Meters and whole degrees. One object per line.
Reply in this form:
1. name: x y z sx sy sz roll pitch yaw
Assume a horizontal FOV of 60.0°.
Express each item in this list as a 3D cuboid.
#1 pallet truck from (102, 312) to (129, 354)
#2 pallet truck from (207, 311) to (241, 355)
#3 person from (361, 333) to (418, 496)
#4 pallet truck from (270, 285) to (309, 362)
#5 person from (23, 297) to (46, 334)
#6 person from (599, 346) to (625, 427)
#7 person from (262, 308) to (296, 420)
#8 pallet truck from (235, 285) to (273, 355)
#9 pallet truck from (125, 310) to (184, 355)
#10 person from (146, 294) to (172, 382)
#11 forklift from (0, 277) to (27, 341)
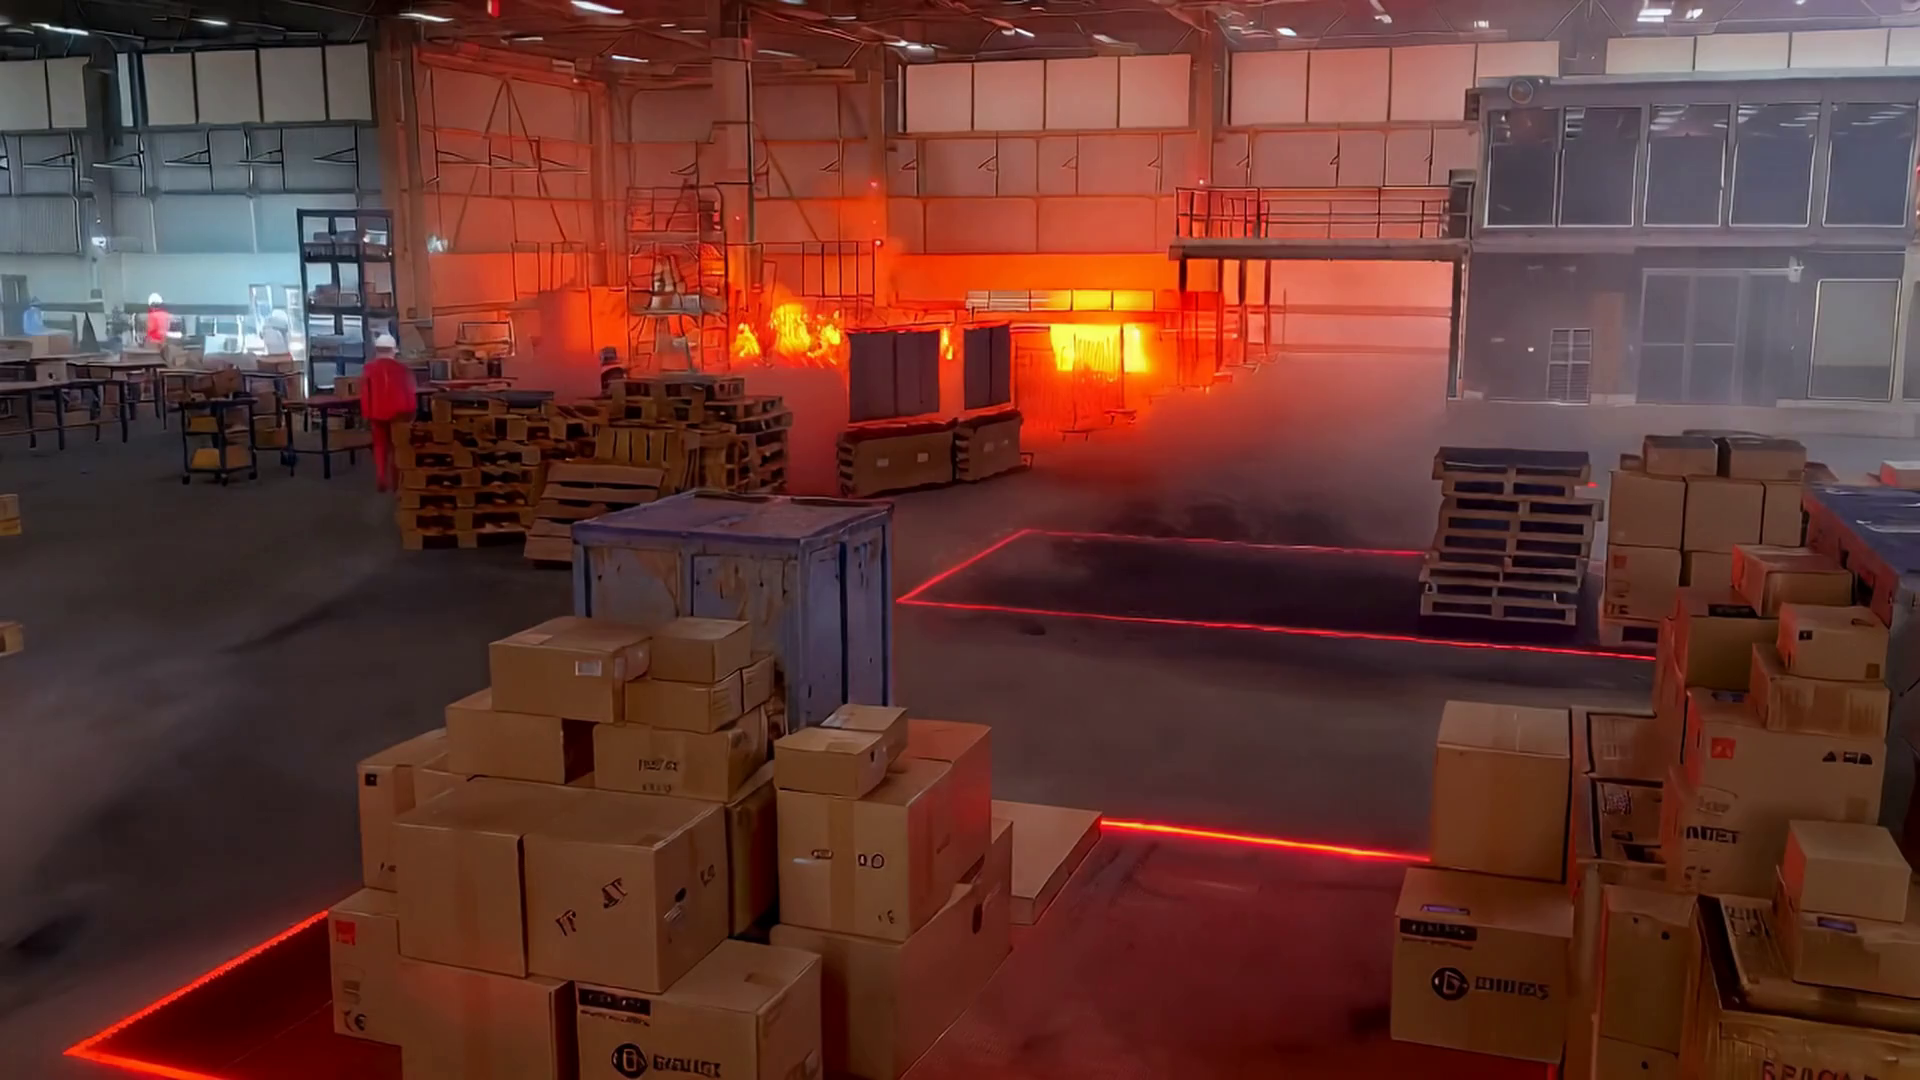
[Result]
1. pallet truck: -23.057 -5.777 46.261 0.680 1.201 1.601 3 11 19
2. pallet truck: -19.537 -5.575 44.913 0.653 1.274 1.630 3 11 19
3. person: -6.906 -1.523 20.189 0.621 1.977 0.443 -2 10 -9
4. pallet truck: -17.147 -5.700 43.663 0.823 1.965 1.885 3 11 17
5. person: -22.782 -5.095 40.942 0.407 1.755 0.531 5 11 28
6. person: -4.475 -1.617 21.390 0.318 1.741 0.493 3 11 17
7. person: -11.848 -3.063 28.989 0.376 1.933 0.551 4 11 20
8. pallet truck: -18.327 -5.835 44.421 0.823 1.965 1.885 4 11 23
9. pallet truck: -22.038 -5.665 45.457 0.704 1.261 1.522 3 11 17
10. person: -16.629 -4.072 34.420 0.814 2.015 0.631 5 11 28
11. forklift: -27.151 -6.329 46.328 1.157 1.987 2.680 3 11 17
